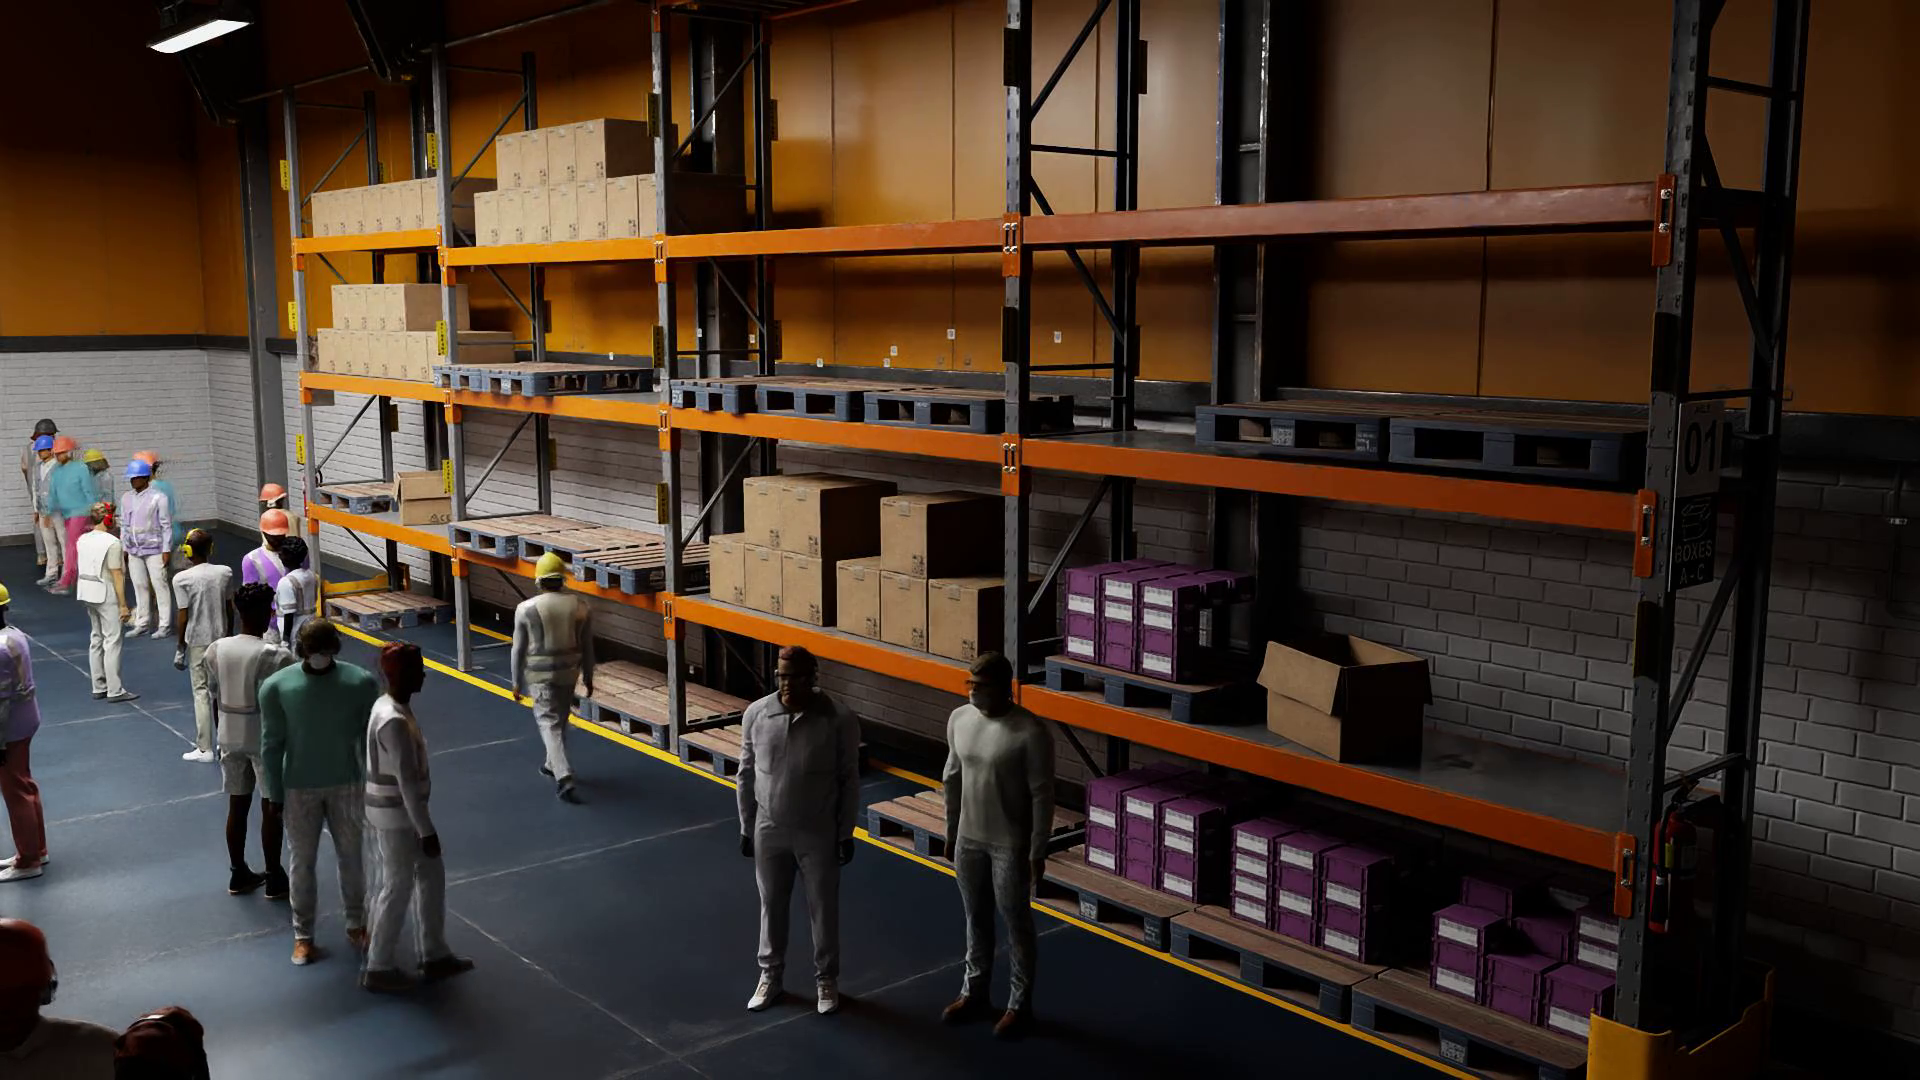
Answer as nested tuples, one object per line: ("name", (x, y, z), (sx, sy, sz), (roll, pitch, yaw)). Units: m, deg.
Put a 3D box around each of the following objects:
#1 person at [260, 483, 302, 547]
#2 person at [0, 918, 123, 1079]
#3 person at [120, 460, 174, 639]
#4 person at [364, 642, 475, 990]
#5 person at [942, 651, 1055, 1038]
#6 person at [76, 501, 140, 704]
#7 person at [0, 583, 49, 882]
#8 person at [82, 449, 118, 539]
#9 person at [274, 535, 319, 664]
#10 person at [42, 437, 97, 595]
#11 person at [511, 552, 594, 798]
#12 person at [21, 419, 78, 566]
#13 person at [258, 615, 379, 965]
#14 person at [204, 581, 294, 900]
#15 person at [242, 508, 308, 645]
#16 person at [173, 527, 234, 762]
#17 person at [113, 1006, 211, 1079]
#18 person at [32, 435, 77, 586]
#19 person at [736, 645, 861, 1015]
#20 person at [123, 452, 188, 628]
("person", (-7.147, 0.272, 17.494), (0.357, 1.739, 0.575), (2, 8, 14))
("person", (-2.604, 2.001, 4.641), (0.618, 1.986, 0.406), (-3, 9, -21))
("person", (-8.789, 0.102, 17.955), (0.614, 1.946, 0.390), (2, 8, 14))
("person", (-2.927, 1.468, 8.784), (0.589, 1.865, 0.636), (-2, 8, -15))
("person", (0.177, 1.498, 8.289), (0.635, 1.937, 0.354), (6, 10, 37))
("person", (-7.779, 0.569, 15.113), (0.560, 1.836, 0.394), (5, 10, 32))
("person", (-6.034, 1.193, 10.499), (0.400, 1.919, 0.581), (-4, 9, -24))
("person", (-11.196, -0.322, 21.665), (0.491, 1.731, 0.324), (5, 10, 31))
("person", (-5.542, 0.807, 13.929), (0.316, 1.696, 0.541), (0, 8, 3))
("person", (-11.136, -0.293, 20.688), (0.603, 1.948, 0.940), (5, 9, 29))
("person", (-3.011, 0.987, 12.340), (0.598, 1.796, 0.889), (-5, 10, -33))
("person", (-12.539, -0.664, 22.961), (0.689, 2.000, 0.538), (4, 9, 26))
("person", (-3.532, 1.365, 9.232), (0.631, 1.939, 0.379), (-4, 9, -25))
("person", (-4.296, 1.221, 10.164), (0.598, 1.958, 0.369), (2, 8, 14))
("person", (-5.718, 0.684, 14.003), (0.549, 1.925, 0.384), (-8, 11, -43))
("person", (-5.993, 0.824, 13.198), (0.328, 1.875, 0.513), (5, 10, 31))
("person", (-2.001, 2.103, 4.328), (0.569, 1.878, 0.352), (2, 8, 12))
("person", (-11.596, -0.372, 21.255), (0.616, 1.945, 0.404), (3, 9, 18))
("person", (-0.837, 1.478, 8.536), (0.641, 1.908, 0.407), (1, 8, 7))
("person", (-8.921, 0.013, 18.463), (1.003, 1.974, 0.607), (0, 8, 1))
